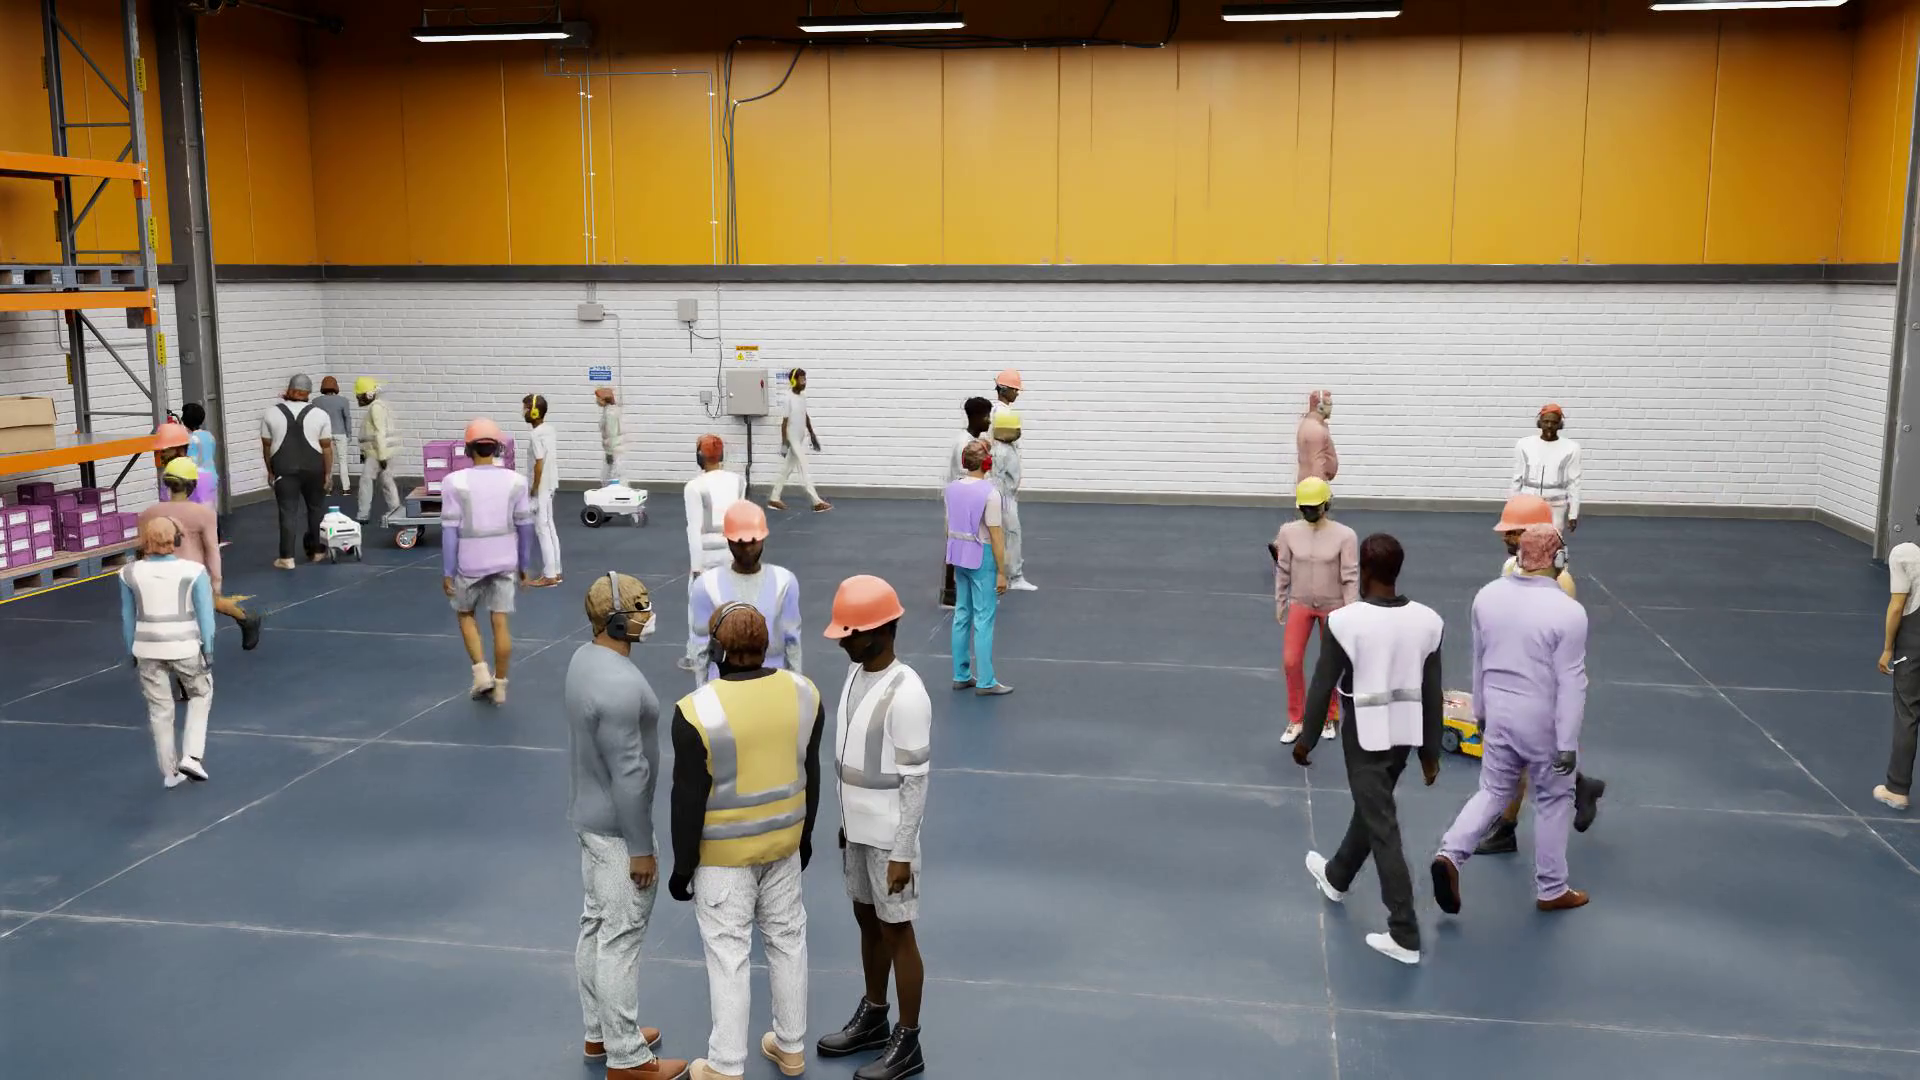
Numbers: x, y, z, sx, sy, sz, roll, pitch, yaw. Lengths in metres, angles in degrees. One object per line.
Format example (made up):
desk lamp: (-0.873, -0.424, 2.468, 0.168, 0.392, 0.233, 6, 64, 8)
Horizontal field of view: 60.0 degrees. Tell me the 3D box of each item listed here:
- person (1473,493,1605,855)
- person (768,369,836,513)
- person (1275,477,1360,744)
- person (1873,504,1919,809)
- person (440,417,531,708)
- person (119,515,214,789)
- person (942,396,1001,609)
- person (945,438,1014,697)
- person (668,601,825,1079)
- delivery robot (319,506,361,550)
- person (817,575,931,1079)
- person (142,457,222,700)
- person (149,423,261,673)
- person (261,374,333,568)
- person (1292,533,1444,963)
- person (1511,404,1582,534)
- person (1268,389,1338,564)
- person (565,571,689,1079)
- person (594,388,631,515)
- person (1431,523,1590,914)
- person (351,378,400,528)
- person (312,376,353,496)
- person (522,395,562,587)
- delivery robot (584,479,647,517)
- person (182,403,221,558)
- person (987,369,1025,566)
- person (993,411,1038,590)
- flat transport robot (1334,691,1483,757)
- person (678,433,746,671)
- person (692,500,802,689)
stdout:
person: (3.034, 0.699, 8.659, 0.763, 1.914, 0.542, -2, 9, -10)
person: (-2.036, -1.257, 21.054, 0.970, 1.821, 0.537, 3, 10, 17)
person: (2.288, 0.452, 10.681, 0.554, 1.727, 0.603, 4, 10, 22)
person: (5.457, 0.612, 9.375, 0.508, 1.846, 0.345, 1, 9, 8)
person: (-3.300, 0.162, 11.598, 0.648, 2.026, 0.449, -6, 11, -31)
person: (-4.631, 0.662, 9.758, 0.516, 1.626, 0.362, -2, 9, -10)
person: (0.133, -0.322, 14.896, 0.662, 1.933, 0.644, 1, 9, 6)
person: (0.110, 0.198, 11.929, 0.389, 1.850, 0.566, -8, 12, -39)
person: (-0.804, 1.133, 6.153, 0.622, 1.845, 0.429, -7, 12, -38)
delivery robot: (-6.599, -0.112, 17.569, 0.477, 0.478, 0.707, -7, 11, -37)
person: (-0.325, 1.077, 6.234, 0.367, 1.930, 0.542, -5, 10, -29)
person: (-5.462, 0.295, 11.655, 0.531, 1.747, 0.511, 0, 9, -1)
person: (-5.810, 0.040, 12.734, 0.557, 1.911, 0.729, 5, 11, 30)
person: (-6.867, -0.756, 17.258, 0.693, 2.000, 0.728, -3, 10, -17)
person: (1.845, 0.894, 7.602, 0.596, 1.858, 1.024, -4, 10, -24)
person: (5.168, -0.264, 14.709, 0.597, 1.877, 0.387, 5, 10, 29)
person: (3.469, -0.552, 16.469, 0.654, 1.887, 0.651, 1, 9, 4)
person: (-1.273, 1.073, 6.225, 0.372, 1.940, 0.627, -5, 10, -26)
person: (-4.295, -1.091, 20.655, 0.489, 1.605, 0.509, -3, 10, -18)
person: (2.607, 0.856, 7.799, 0.798, 1.876, 0.668, -5, 11, -30)
person: (-7.024, -1.030, 19.759, 0.786, 1.791, 0.669, -3, 10, -18)
person: (-8.509, -1.409, 22.572, 0.497, 1.632, 0.289, -2, 9, -11)
person: (-4.041, -0.467, 16.064, 0.300, 1.861, 0.614, 0, 9, 1)
delivery robot: (-4.115, -0.487, 19.896, 0.707, 0.478, 0.477, 1, 9, 4)
person: (-7.830, -0.563, 17.121, 0.321, 1.697, 0.529, 0, 9, -1)
person: (0.472, -0.748, 17.239, 0.392, 2.033, 0.605, -2, 9, -10)
person: (0.382, -0.379, 15.917, 0.708, 1.723, 0.489, 2, 9, 14)
flat transport robot: (3.138, 1.148, 10.920, 0.652, 0.197, 1.431, -7, 12, -38)
person: (-1.783, 0.126, 12.419, 0.581, 1.854, 0.935, -9, 13, -43)
person: (-1.078, 0.732, 8.421, 0.549, 1.919, 0.717, -3, 9, -15)
